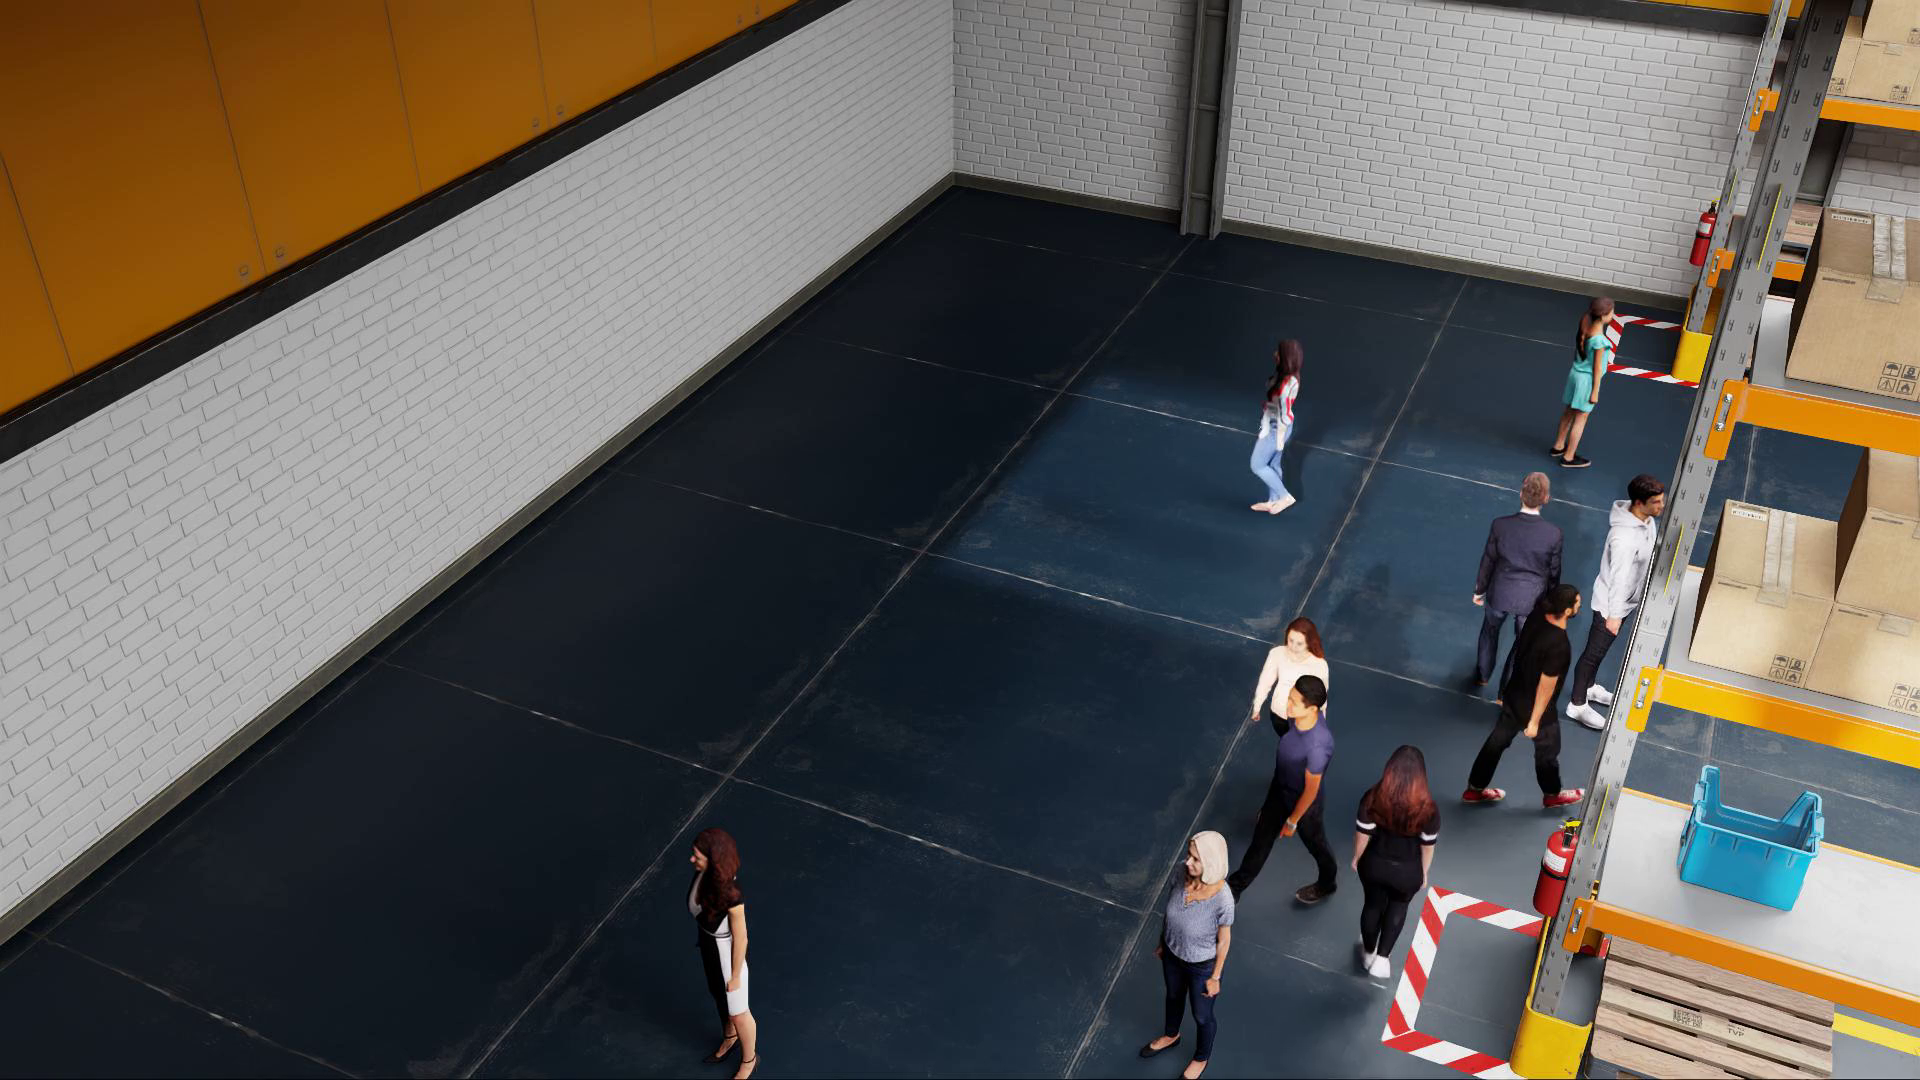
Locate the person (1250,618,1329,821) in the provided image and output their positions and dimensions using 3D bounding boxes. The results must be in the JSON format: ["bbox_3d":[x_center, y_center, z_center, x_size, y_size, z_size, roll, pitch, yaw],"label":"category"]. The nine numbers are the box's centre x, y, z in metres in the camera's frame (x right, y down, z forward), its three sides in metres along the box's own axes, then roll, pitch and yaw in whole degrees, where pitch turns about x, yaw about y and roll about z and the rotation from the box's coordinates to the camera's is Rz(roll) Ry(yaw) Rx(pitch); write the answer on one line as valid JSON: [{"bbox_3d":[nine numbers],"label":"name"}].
[{"bbox_3d":[2.169,1.088,10.720,0.924,1.444,0.774,22,40,30],"label":"person"}]

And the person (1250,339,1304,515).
[{"bbox_3d":[2.661,-0.900,13.569,0.682,1.603,0.652,7,34,11],"label":"person"}]

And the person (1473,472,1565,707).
[{"bbox_3d":[3.847,0.378,11.462,0.825,1.805,0.744,13,36,18],"label":"person"}]

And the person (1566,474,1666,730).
[{"bbox_3d":[4.461,0.385,11.338,0.635,1.931,0.704,19,38,27],"label":"person"}]

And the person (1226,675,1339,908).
[{"bbox_3d":[2.086,1.519,9.801,1.195,1.743,1.055,-6,34,-10],"label":"person"}]

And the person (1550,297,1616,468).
[{"bbox_3d":[5.376,-1.373,14.320,0.675,1.558,0.637,-6,34,-8],"label":"person"}]

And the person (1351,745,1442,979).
[{"bbox_3d":[2.427,1.884,9.359,0.706,1.626,0.725,8,34,12],"label":"person"}]

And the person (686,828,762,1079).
[{"bbox_3d":[-1.242,2.189,8.746,0.709,1.796,0.592,-20,39,-27],"label":"person"}]

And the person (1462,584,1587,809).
[{"bbox_3d":[3.533,1.042,10.538,1.120,1.724,0.977,-5,34,-8],"label":"person"}]

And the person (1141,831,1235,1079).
[{"bbox_3d":[1.239,2.191,8.809,0.720,1.723,0.591,-24,40,-32],"label":"person"}]
